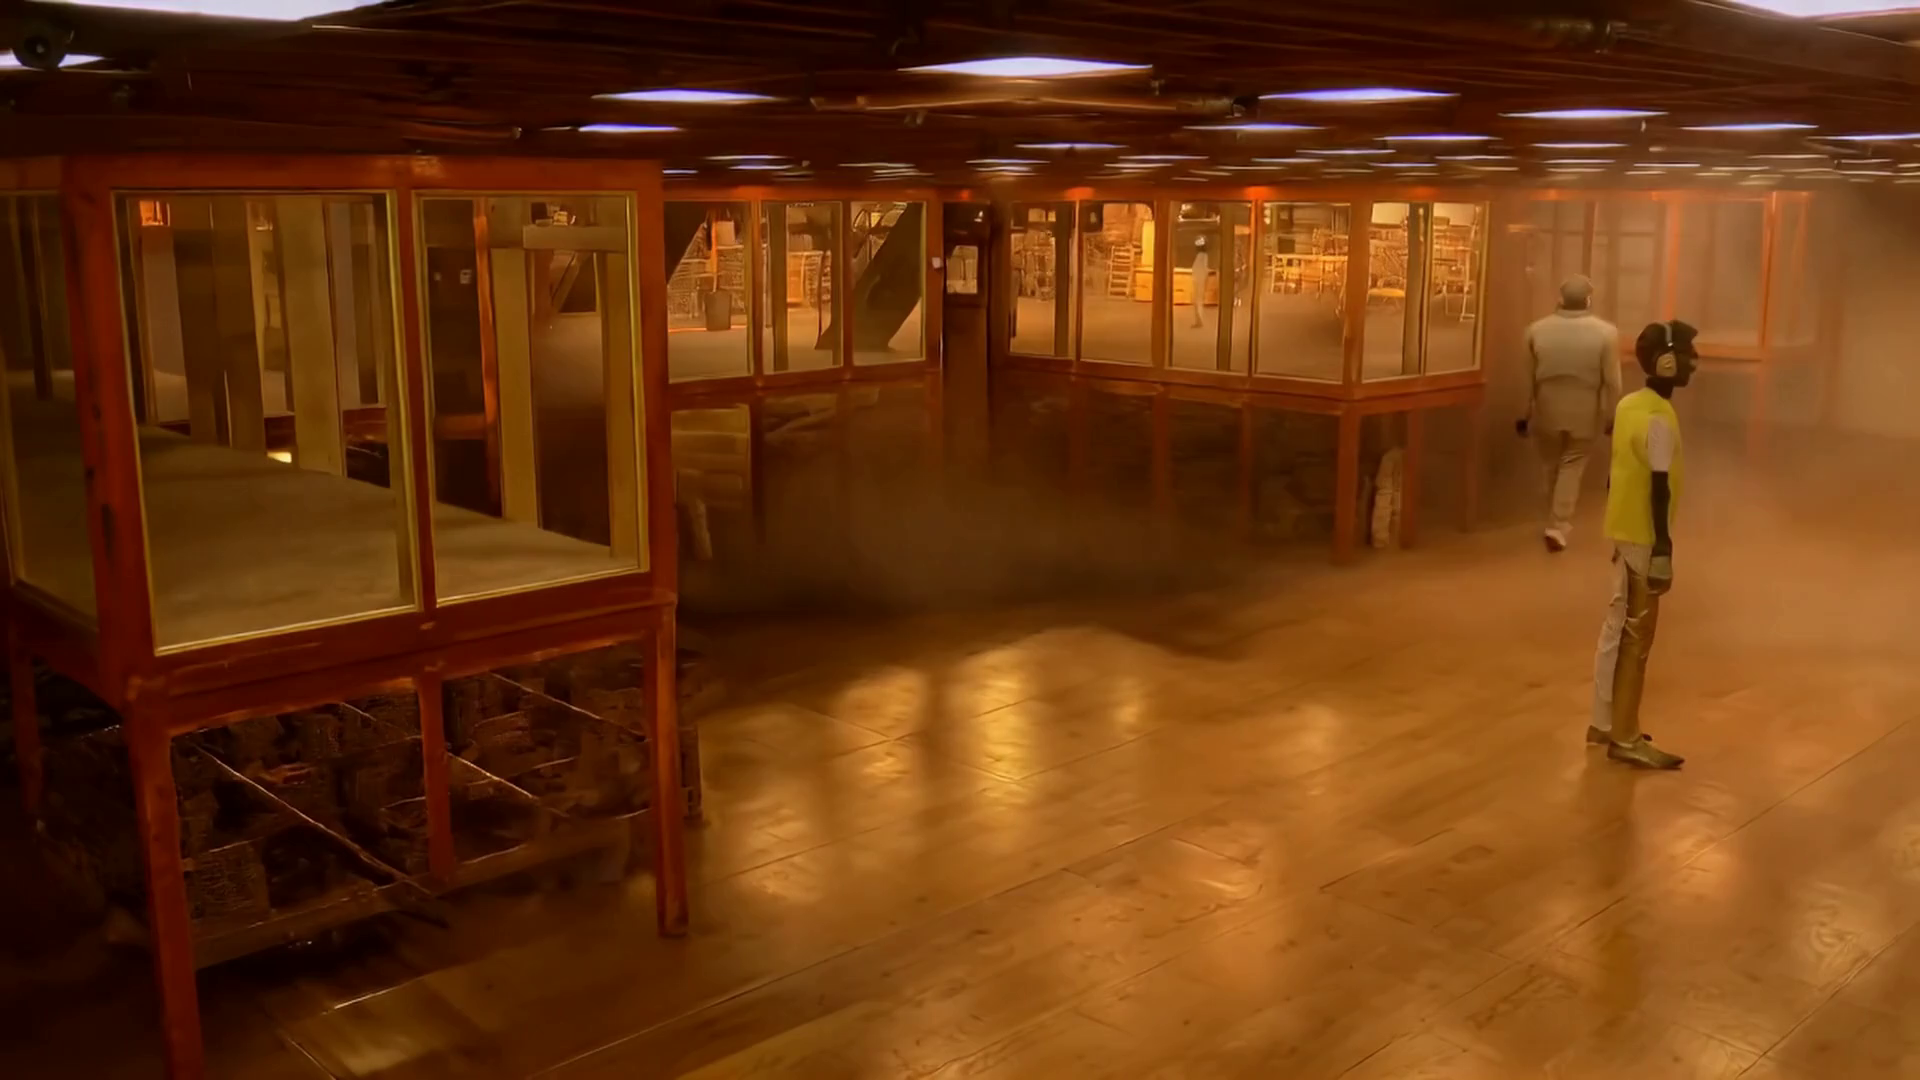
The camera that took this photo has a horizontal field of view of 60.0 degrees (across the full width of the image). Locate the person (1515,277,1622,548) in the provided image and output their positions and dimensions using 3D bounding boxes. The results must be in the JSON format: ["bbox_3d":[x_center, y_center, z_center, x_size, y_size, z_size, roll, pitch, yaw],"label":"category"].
[{"bbox_3d":[4.248,-0.898,11.614,0.671,1.855,0.999,7,13,32],"label":"person"}]

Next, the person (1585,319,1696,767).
[{"bbox_3d":[2.886,0.010,7.016,0.331,1.872,0.513,0,11,2],"label":"person"}]

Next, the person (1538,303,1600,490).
[{"bbox_3d":[4.996,-1.189,13.699,0.522,1.590,0.826,4,12,21],"label":"person"}]
